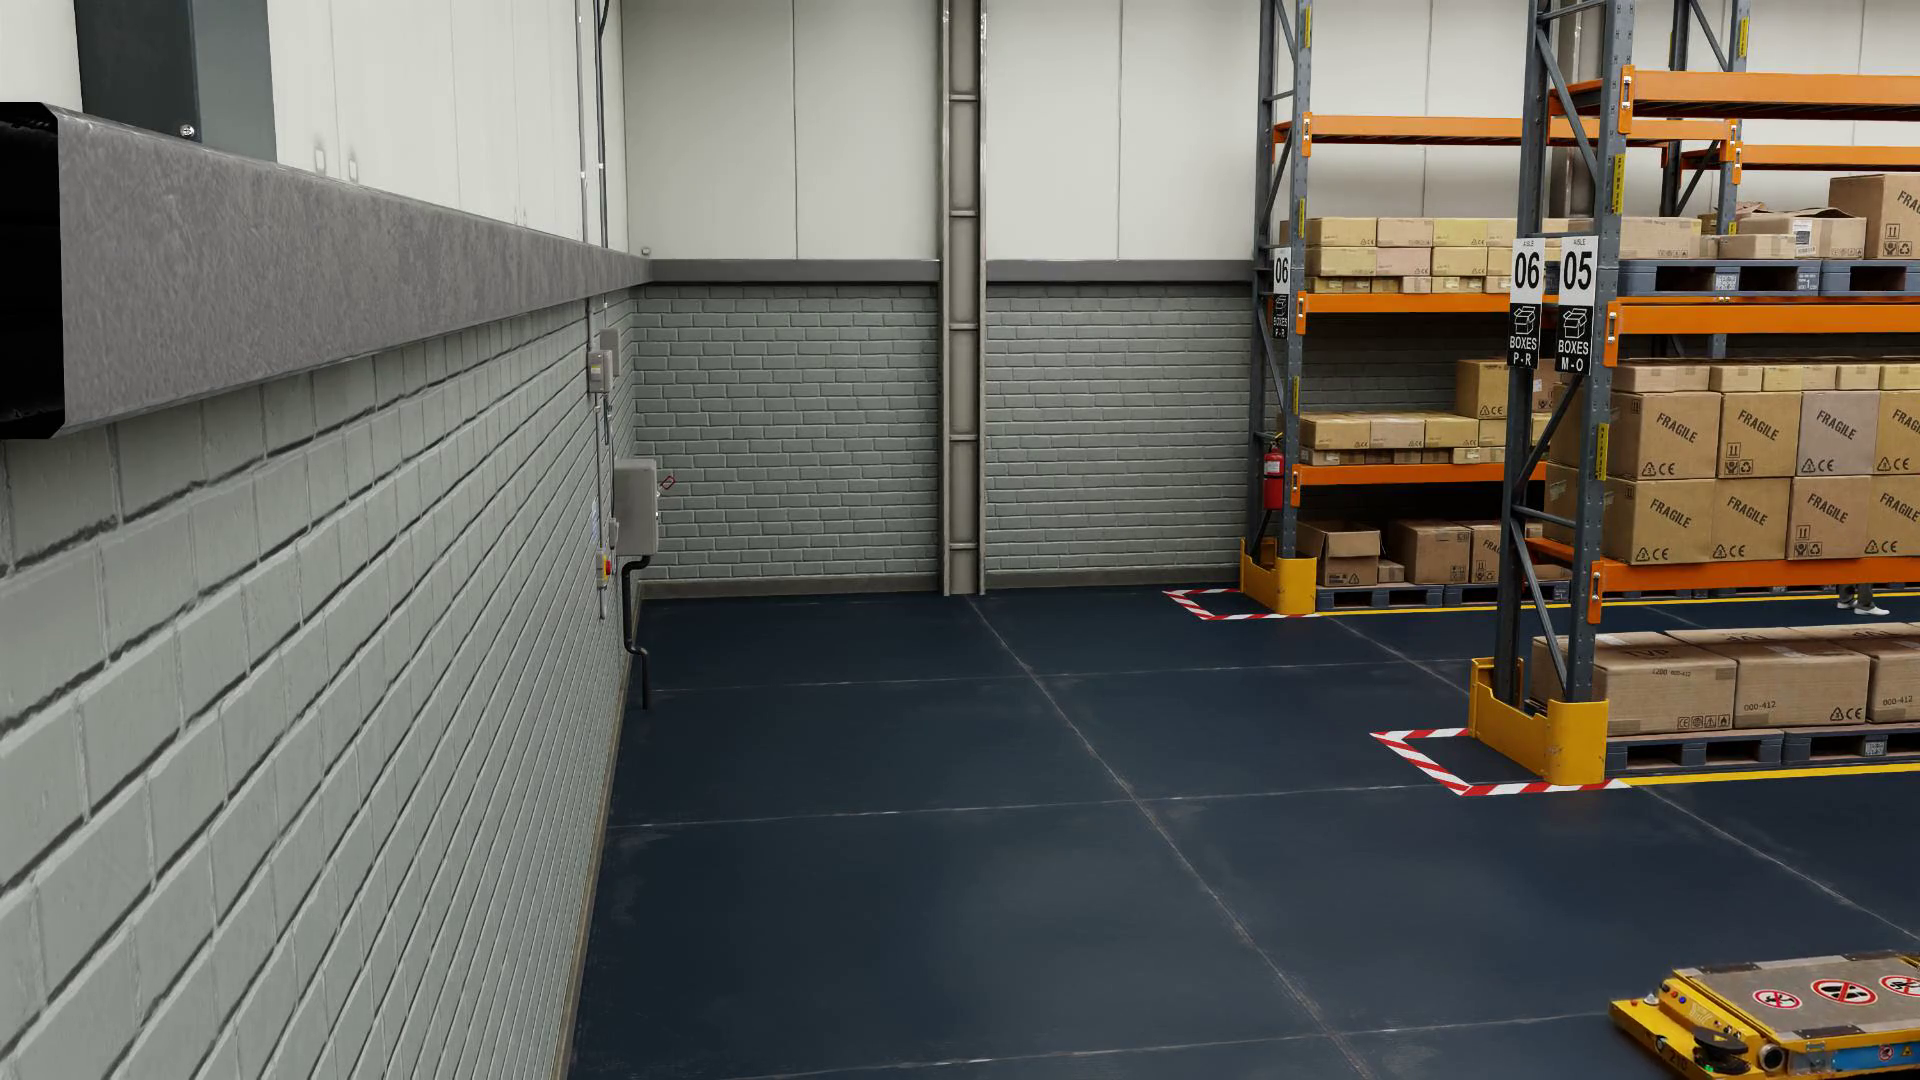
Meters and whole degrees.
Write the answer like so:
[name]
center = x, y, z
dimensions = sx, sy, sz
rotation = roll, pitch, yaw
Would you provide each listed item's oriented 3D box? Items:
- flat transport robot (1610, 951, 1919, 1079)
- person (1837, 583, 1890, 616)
[flat transport robot]
center = 3.368, 1.859, 6.475
dimensions = 1.431, 0.197, 0.652
rotation = -2, 9, -11
[person]
center = 8.048, -0.288, 14.666
dimensions = 0.390, 1.919, 0.581
rotation = -2, 9, -12
